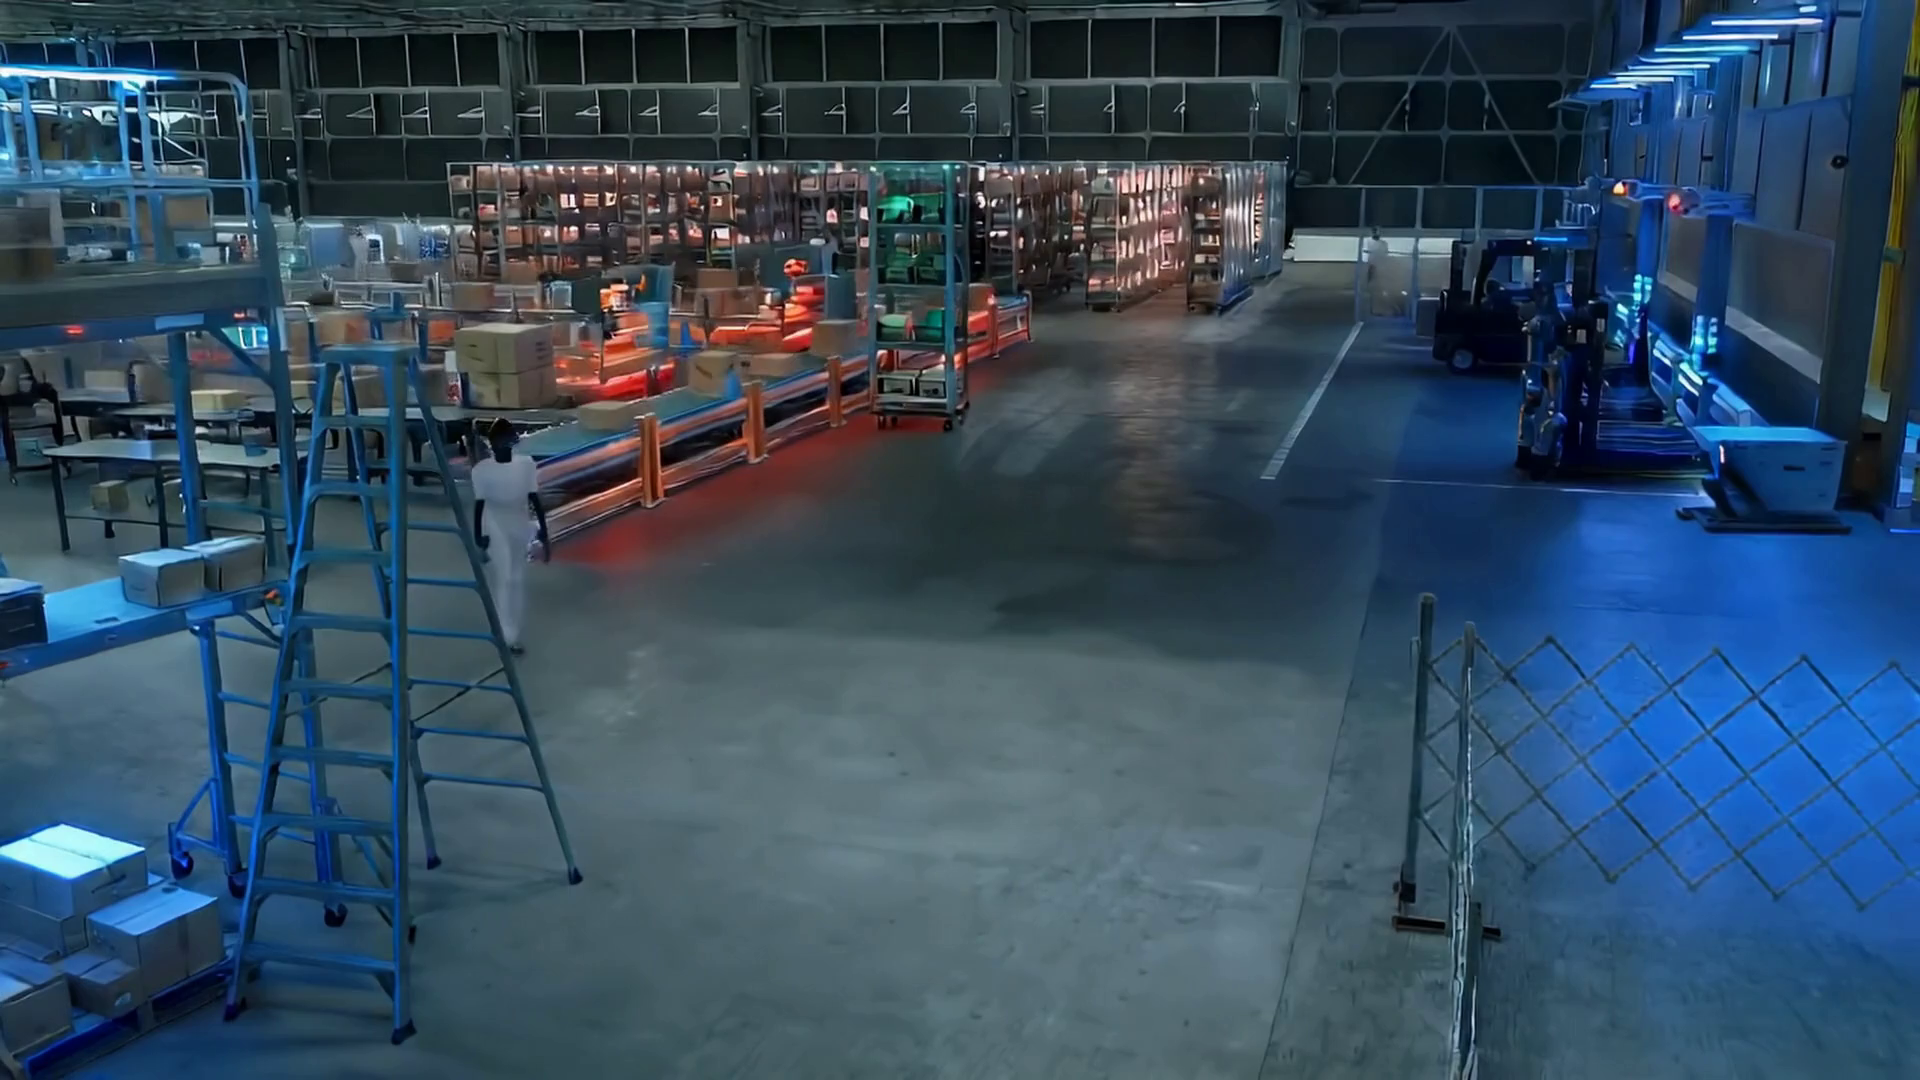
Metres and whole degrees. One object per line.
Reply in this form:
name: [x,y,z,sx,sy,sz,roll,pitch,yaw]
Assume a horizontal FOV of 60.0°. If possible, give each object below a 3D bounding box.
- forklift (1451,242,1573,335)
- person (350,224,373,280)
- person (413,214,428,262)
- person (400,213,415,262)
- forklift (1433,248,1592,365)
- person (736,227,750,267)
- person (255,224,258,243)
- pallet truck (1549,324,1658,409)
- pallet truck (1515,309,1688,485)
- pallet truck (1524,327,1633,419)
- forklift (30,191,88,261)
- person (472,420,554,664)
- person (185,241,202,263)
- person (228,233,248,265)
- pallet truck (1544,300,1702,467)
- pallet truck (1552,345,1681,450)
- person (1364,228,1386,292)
forklift: [10.464,-4.597,31.405,2.680,1.987,1.157,4,14,16]
person: [-17.001,-8.041,47.279,0.589,1.835,0.436,-8,15,-31]
person: [-19.186,-10.724,59.106,0.485,1.734,0.355,-9,16,-35]
person: [-18.163,-9.776,54.633,0.400,1.905,0.643,1,13,3]
forklift: [9.780,-4.111,29.280,2.680,1.987,1.157,3,13,14]
person: [-6.745,-9.025,51.595,0.608,1.804,0.513,-7,15,-28]
person: [-24.687,-10.708,59.017,0.587,1.735,0.390,-6,15,-26]
pallet truck: [9.824,-2.669,25.407,1.601,1.201,0.680,4,14,16]
pallet truck: [7.554,-1.677,19.446,1.885,1.965,0.823,3,13,14]
pallet truck: [9.065,-2.460,24.370,1.522,1.261,0.704,3,13,14]
forklift: [-28.039,-9.480,51.222,1.129,2.768,1.873,4,14,16]
person: [-3.342,0.016,12.514,0.516,1.831,0.933,-8,15,-30]
person: [-16.595,-5.516,36.132,0.397,1.946,0.617,-5,14,-19]
person: [-19.191,-7.364,44.365,0.600,1.833,0.404,6,14,24]
pallet truck: [8.263,-1.952,20.631,1.885,1.965,0.823,5,14,20]
pallet truck: [8.641,-1.896,21.908,1.630,1.274,0.653,4,14,16]
person: [10.715,-7.071,42.862,1.009,1.950,0.630,-12,17,-41]
